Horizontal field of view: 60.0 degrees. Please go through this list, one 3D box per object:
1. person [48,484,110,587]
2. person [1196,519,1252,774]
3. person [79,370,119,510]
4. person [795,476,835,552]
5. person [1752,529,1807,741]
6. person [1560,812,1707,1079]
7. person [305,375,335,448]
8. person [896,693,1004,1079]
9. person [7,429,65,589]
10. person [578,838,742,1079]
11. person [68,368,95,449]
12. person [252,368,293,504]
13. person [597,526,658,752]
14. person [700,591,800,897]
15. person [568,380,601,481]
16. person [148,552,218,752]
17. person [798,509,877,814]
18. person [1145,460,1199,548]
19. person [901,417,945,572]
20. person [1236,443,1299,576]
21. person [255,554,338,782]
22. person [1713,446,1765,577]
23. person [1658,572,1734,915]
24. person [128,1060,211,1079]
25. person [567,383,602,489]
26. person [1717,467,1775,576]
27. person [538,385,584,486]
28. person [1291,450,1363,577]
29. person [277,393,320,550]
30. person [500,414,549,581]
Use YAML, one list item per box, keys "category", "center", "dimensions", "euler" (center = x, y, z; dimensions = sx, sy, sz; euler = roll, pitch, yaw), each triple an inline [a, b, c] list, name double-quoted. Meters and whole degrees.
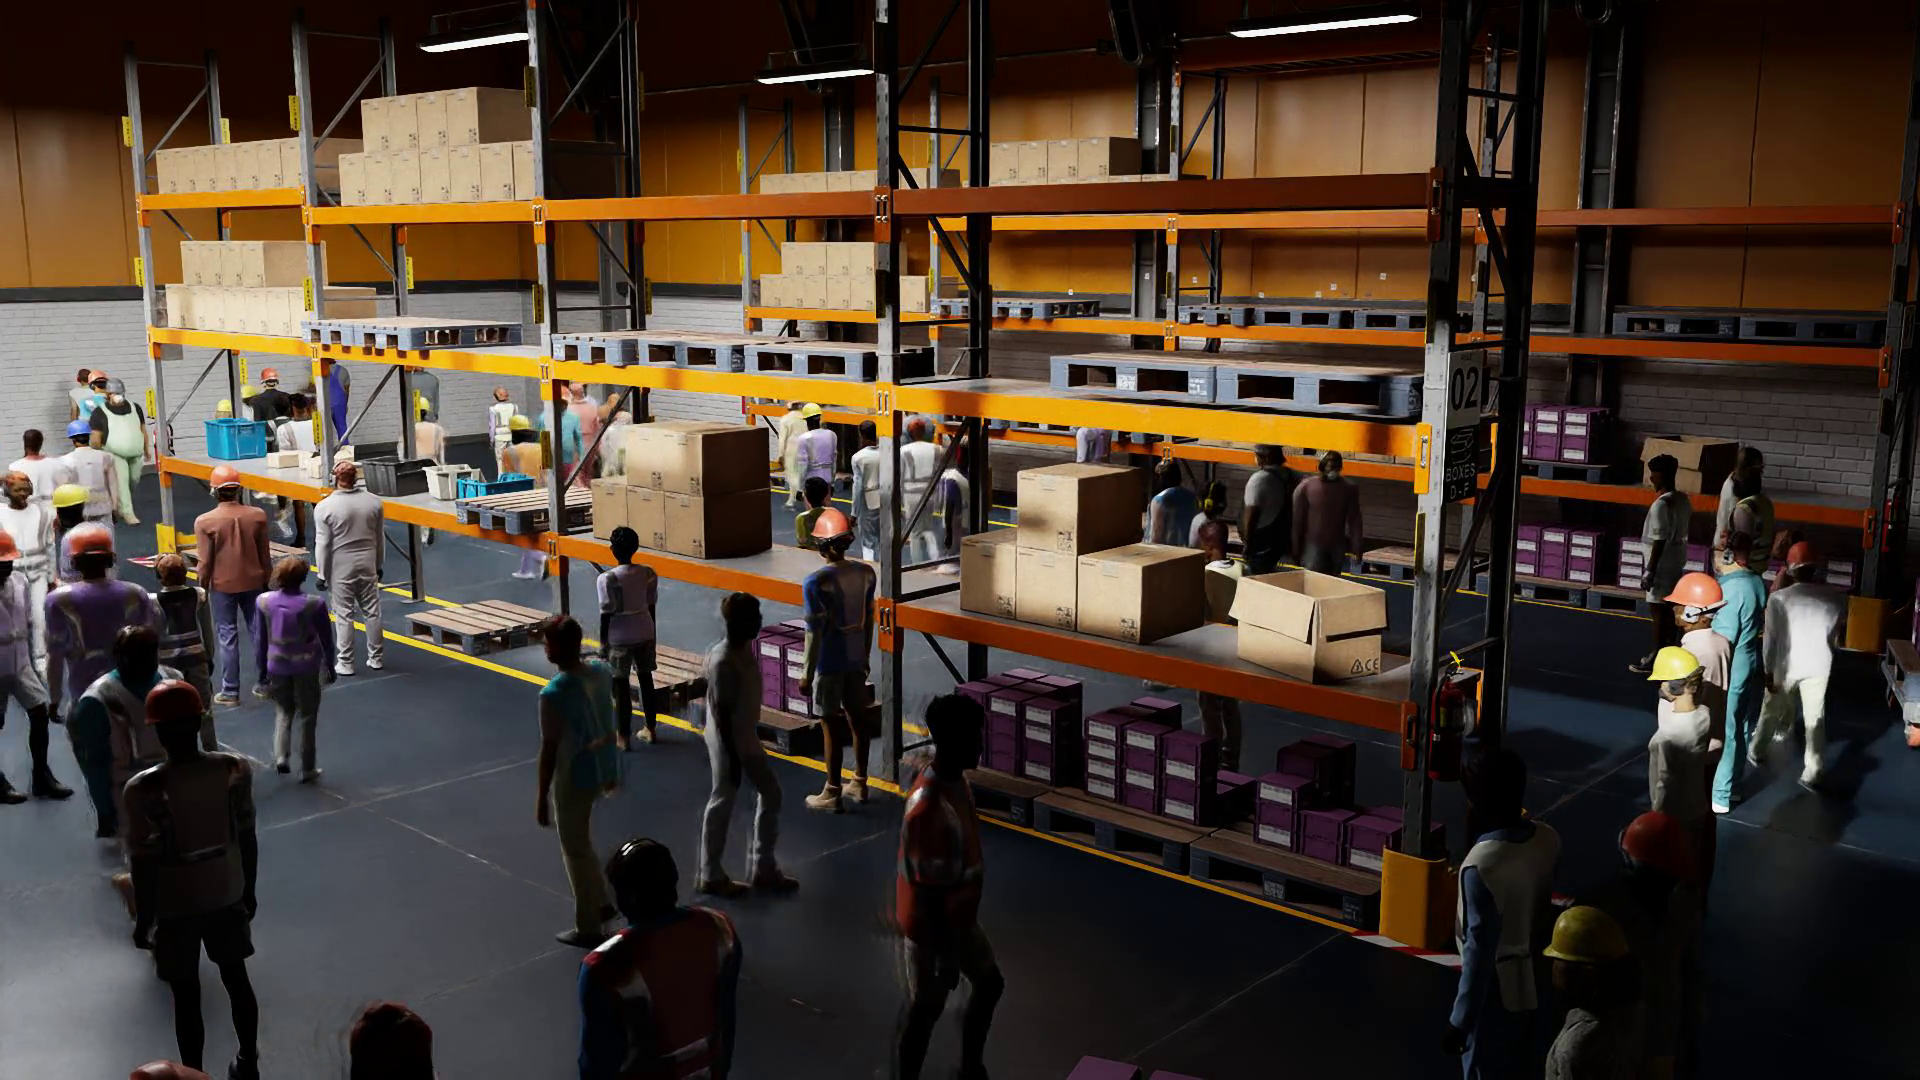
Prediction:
- category: "person"
  center: [-6.946, 0.494, 13.300]
  dimensions: [0.532, 1.904, 0.582]
  euler: [-2, 10, -10]
- category: "person"
  center: [1.781, 0.803, 11.513]
  dimensions: [0.392, 1.914, 0.588]
  euler: [9, 14, 42]
- category: "person"
  center: [-12.121, -1.387, 23.555]
  dimensions: [0.387, 2.034, 0.605]
  euler: [9, 14, 42]
- category: "person"
  center: [-1.298, 0.261, 15.186]
  dimensions: [0.319, 1.697, 0.533]
  euler: [9, 14, 42]
- category: "person"
  center: [6.317, 0.723, 12.752]
  dimensions: [0.281, 1.634, 0.498]
  euler: [9, 14, 42]
- category: "person"
  center: [2.494, 1.830, 6.168]
  dimensions: [0.589, 1.737, 0.395]
  euler: [-3, 10, -17]
- category: "person"
  center: [-10.302, -1.793, 26.715]
  dimensions: [0.519, 1.724, 0.505]
  euler: [4, 11, 22]
- category: "person"
  center: [0.018, 1.586, 7.000]
  dimensions: [0.697, 1.936, 0.650]
  euler: [2, 10, 12]
- category: "person"
  center: [-9.575, -0.214, 17.357]
  dimensions: [0.752, 1.884, 0.606]
  euler: [6, 12, 30]
- category: "person"
  center: [-1.028, 1.888, 5.600]
  dimensions: [0.429, 1.838, 0.622]
  euler: [9, 14, 42]
- category: "person"
  center: [-13.792, -1.792, 26.369]
  dimensions: [0.390, 1.847, 0.563]
  euler: [9, 14, 42]
- category: "person"
  center: [-10.083, -1.526, 24.446]
  dimensions: [0.378, 1.995, 0.609]
  euler: [9, 14, 42]
- category: "person"
  center: [-2.492, 0.739, 12.483]
  dimensions: [0.319, 1.697, 0.533]
  euler: [9, 14, 42]
- category: "person"
  center: [-1.211, 1.192, 9.557]
  dimensions: [0.726, 1.820, 0.535]
  euler: [2, 10, 14]
- category: "person"
  center: [-5.539, -1.494, 24.503]
  dimensions: [0.563, 1.906, 0.588]
  euler: [7, 12, 36]
- category: "person"
  center: [-5.516, 0.895, 11.760]
  dimensions: [0.309, 1.641, 0.513]
  euler: [9, 14, 42]
- category: "person"
  center: [-0.833, 0.807, 11.122]
  dimensions: [0.376, 2.045, 0.605]
  euler: [9, 14, 42]
- category: "person"
  center: [1.909, 0.178, 15.265]
  dimensions: [0.429, 1.838, 0.622]
  euler: [9, 14, 42]
- category: "person"
  center: [-0.448, -0.447, 18.718]
  dimensions: [0.596, 1.868, 0.446]
  euler: [-5, 11, -27]
- category: "person"
  center: [3.015, -0.050, 15.973]
  dimensions: [0.809, 2.000, 0.690]
  euler: [9, 13, 40]
- category: "person"
  center: [-4.672, 0.908, 11.733]
  dimensions: [0.534, 1.627, 0.381]
  euler: [0, 10, 3]
- category: "person"
  center: [7.302, 0.072, 15.601]
  dimensions: [0.441, 1.923, 0.659]
  euler: [5, 11, 25]
- category: "person"
  center: [4.048, 1.163, 9.241]
  dimensions: [0.378, 1.995, 0.609]
  euler: [9, 14, 42]
- category: "person"
  center: [-1.669, 2.126, 3.692]
  dimensions: [0.387, 2.034, 0.605]
  euler: [9, 14, 42]
- category: "person"
  center: [-5.292, -1.246, 23.221]
  dimensions: [0.649, 1.884, 0.797]
  euler: [-6, 12, -29]
- category: "person"
  center: [6.950, 0.262, 14.791]
  dimensions: [0.429, 1.838, 0.622]
  euler: [9, 14, 42]
- category: "person"
  center: [-5.369, -1.105, 22.180]
  dimensions: [0.902, 1.967, 0.626]
  euler: [9, 13, 41]
- category: "person"
  center: [3.444, 0.114, 15.482]
  dimensions: [0.619, 1.893, 0.918]
  euler: [-2, 10, -10]
- category: "person"
  center: [-8.190, -0.853, 20.722]
  dimensions: [0.368, 1.966, 0.603]
  euler: [9, 14, 42]
- category: "person"
  center: [-4.849, -0.458, 18.679]
  dimensions: [0.724, 1.908, 0.592]
  euler: [8, 13, 37]
